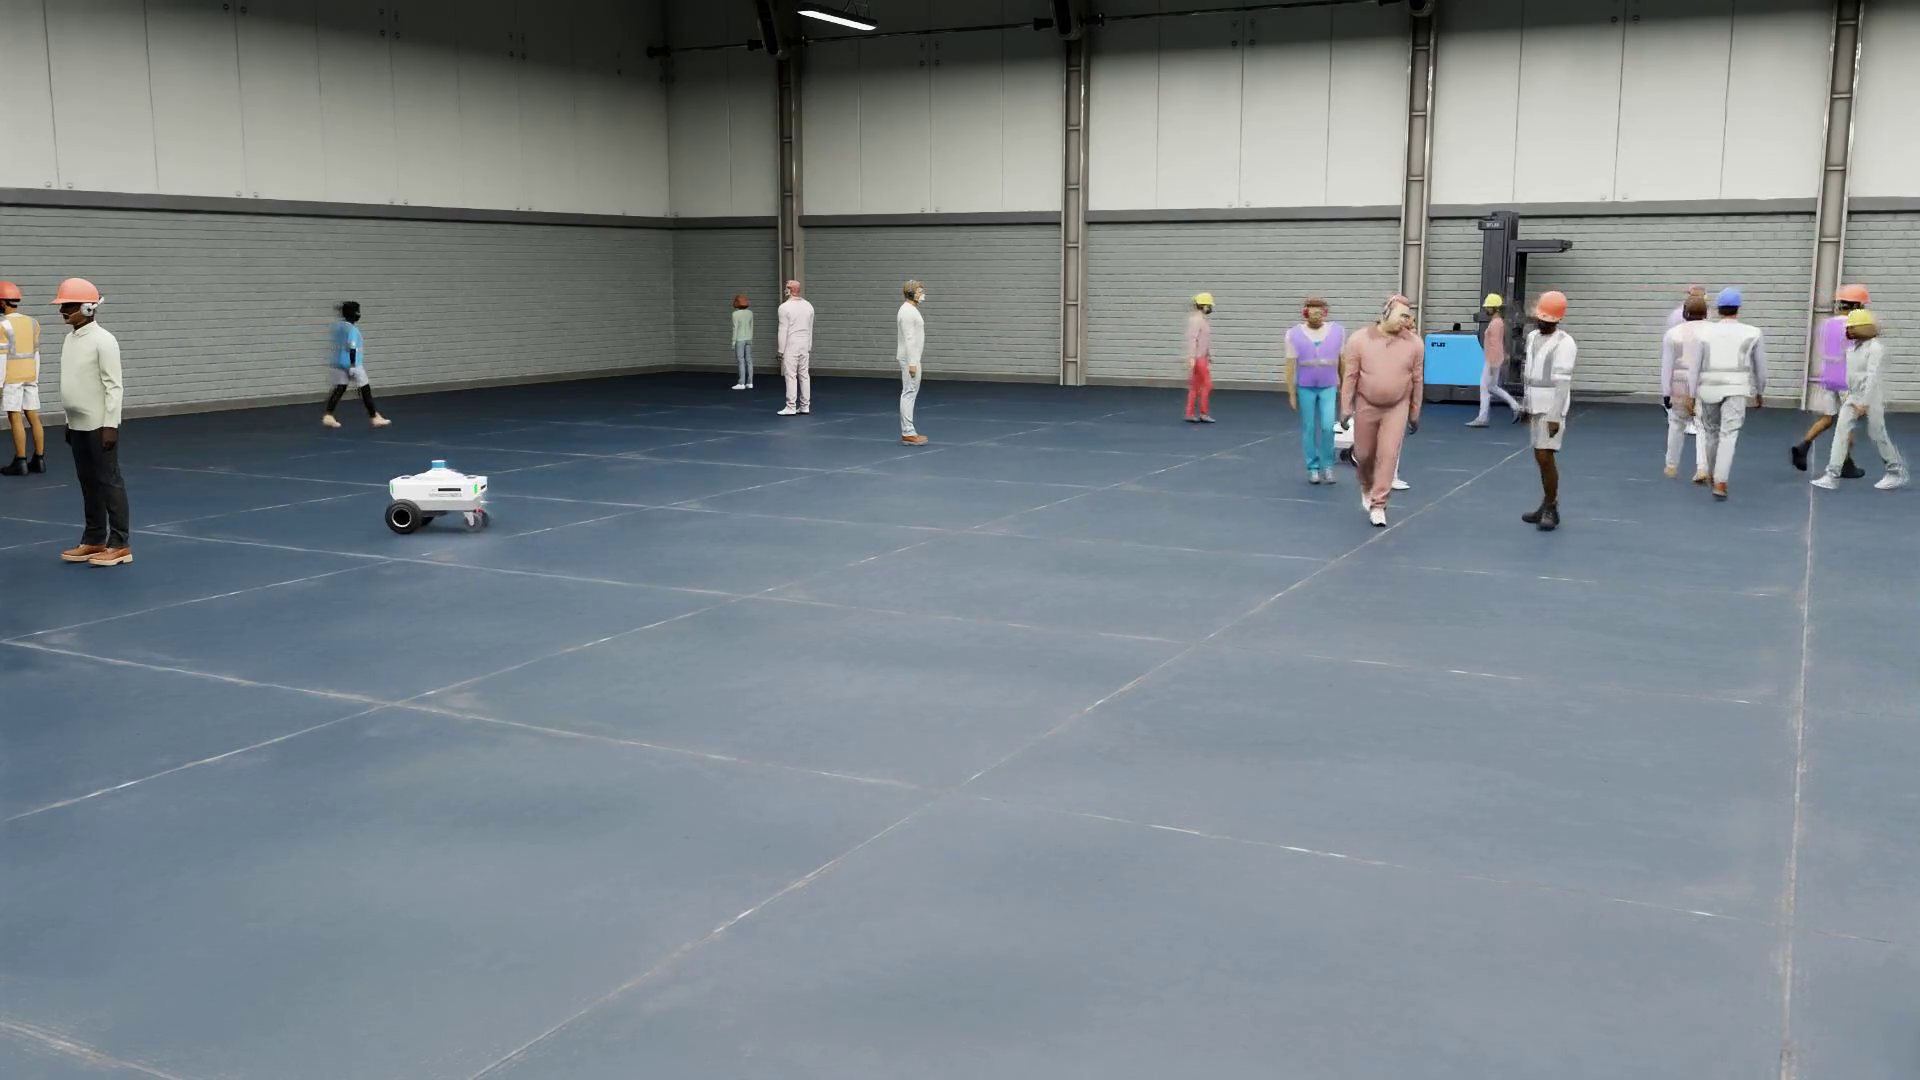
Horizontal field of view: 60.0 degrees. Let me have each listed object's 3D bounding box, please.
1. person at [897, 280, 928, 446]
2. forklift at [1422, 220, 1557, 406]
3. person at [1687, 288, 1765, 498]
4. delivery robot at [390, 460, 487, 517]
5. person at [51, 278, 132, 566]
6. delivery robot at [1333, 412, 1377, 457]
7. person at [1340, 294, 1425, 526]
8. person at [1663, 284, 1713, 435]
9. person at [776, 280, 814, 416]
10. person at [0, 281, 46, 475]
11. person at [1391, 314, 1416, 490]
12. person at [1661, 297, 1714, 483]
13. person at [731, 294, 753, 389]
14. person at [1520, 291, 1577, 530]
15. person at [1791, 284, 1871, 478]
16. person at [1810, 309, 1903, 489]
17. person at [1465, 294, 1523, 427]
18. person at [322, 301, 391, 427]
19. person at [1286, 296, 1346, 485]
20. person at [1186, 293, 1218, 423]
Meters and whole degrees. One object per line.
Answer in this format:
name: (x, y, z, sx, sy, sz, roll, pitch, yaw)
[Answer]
person: (-0.566, -2.106, 19.718, 0.372, 1.940, 0.631, 0, 9, -1)
forklift: (8.245, -3.527, 25.720, 1.873, 2.768, 1.129, 5, 10, 27)
person: (6.991, -1.344, 15.206, 0.615, 1.895, 1.040, 6, 11, 32)
delivery robot: (-4.144, -0.391, 13.241, 0.707, 0.478, 0.477, 0, 9, -2)
person: (-6.092, -0.826, 11.651, 0.608, 1.995, 0.377, 6, 11, 33)
delivery robot: (4.208, -1.122, 17.750, 0.477, 0.478, 0.707, -8, 12, -40)
person: (3.459, -1.085, 13.653, 0.649, 1.859, 0.835, 2, 9, 12)
person: (9.187, -2.293, 21.024, 0.665, 1.887, 0.652, -4, 10, -26)
person: (-2.371, -2.731, 23.659, 0.409, 1.913, 0.642, 7, 12, 38)
person: (-9.549, -1.637, 16.820, 0.349, 1.942, 0.543, 2, 9, 14)
person: (4.132, -1.303, 15.685, 0.313, 1.639, 0.517, 2, 9, 13)
person: (7.179, -1.474, 16.276, 0.615, 1.805, 0.963, 3, 10, 16)
person: (-3.781, -3.436, 28.859, 0.279, 1.633, 0.505, 6, 11, 33)
person: (4.694, -1.035, 13.295, 0.476, 1.887, 0.632, -2, 9, -11)
person: (8.699, -1.574, 16.483, 0.694, 1.922, 0.560, -2, 9, -14)
person: (8.515, -1.316, 15.615, 0.854, 1.698, 0.486, -2, 9, -10)
person: (7.014, -2.340, 21.717, 0.645, 1.747, 0.535, 4, 10, 24)
person: (-7.997, -2.303, 21.817, 0.857, 1.652, 0.535, -8, 12, -41)
person: (3.413, -1.424, 15.912, 0.597, 1.802, 0.665, 1, 9, 6)
person: (3.309, -2.433, 22.299, 0.617, 1.743, 0.555, 4, 10, 22)
